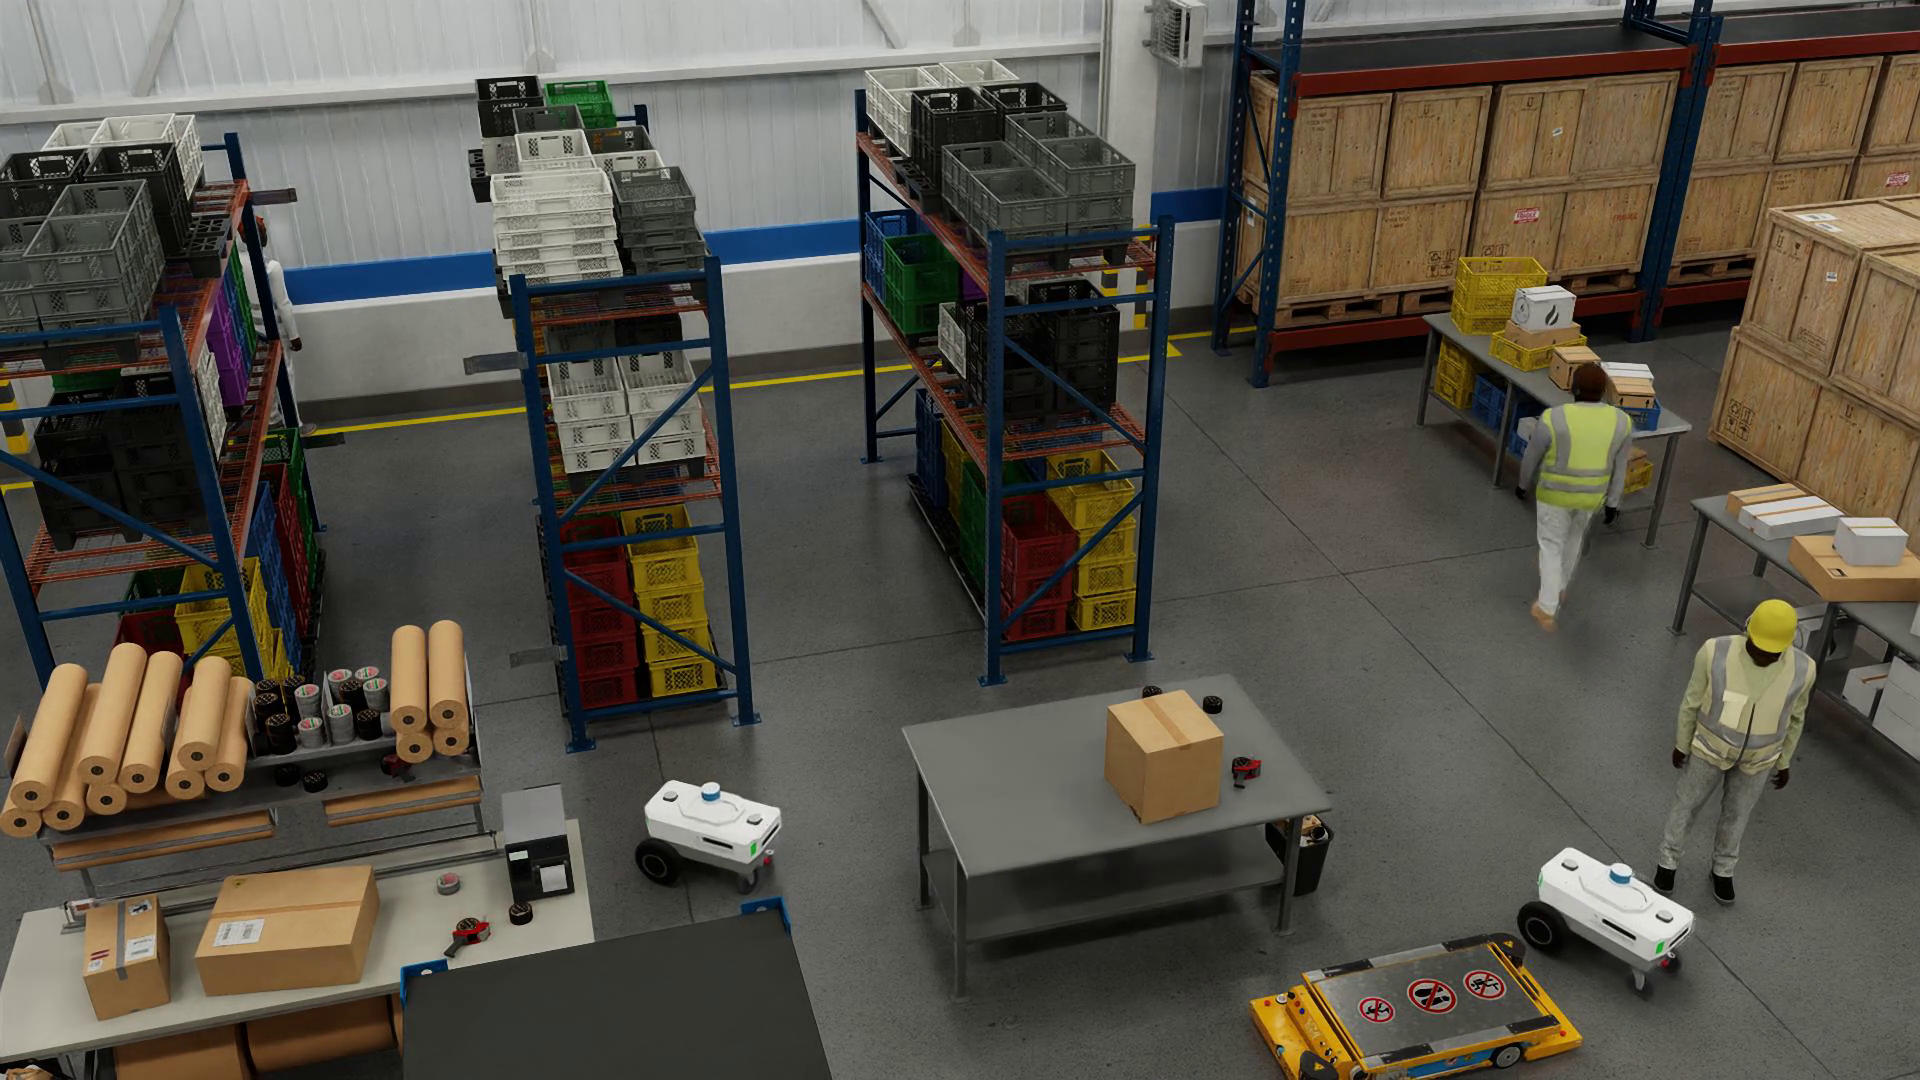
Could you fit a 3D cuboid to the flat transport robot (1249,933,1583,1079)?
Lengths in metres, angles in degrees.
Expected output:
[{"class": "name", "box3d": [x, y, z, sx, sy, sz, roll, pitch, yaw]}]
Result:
[{"class": "flat transport robot", "box3d": [2.184, 2.282, 7.980, 1.431, 0.197, 0.652, -8, 30, -14]}]

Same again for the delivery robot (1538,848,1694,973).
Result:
[{"class": "delivery robot", "box3d": [3.292, 1.848, 8.384, 0.477, 0.478, 0.707, -23, 36, -35]}]

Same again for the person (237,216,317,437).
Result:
[{"class": "person", "box3d": [-5.656, -1.731, 13.636, 0.574, 1.876, 0.340, 16, 33, 26]}]

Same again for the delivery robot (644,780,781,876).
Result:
[{"class": "delivery robot", "box3d": [-1.326, 1.529, 8.964, 0.707, 0.478, 0.477, 11, 31, 20]}]

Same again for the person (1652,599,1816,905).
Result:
[{"class": "person", "box3d": [3.985, 1.082, 8.565, 0.586, 1.822, 0.403, 8, 30, 14]}]

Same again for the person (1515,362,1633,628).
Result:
[{"class": "person", "box3d": [4.059, -0.353, 11.184, 0.631, 1.813, 0.755, -1, 29, -2]}]
